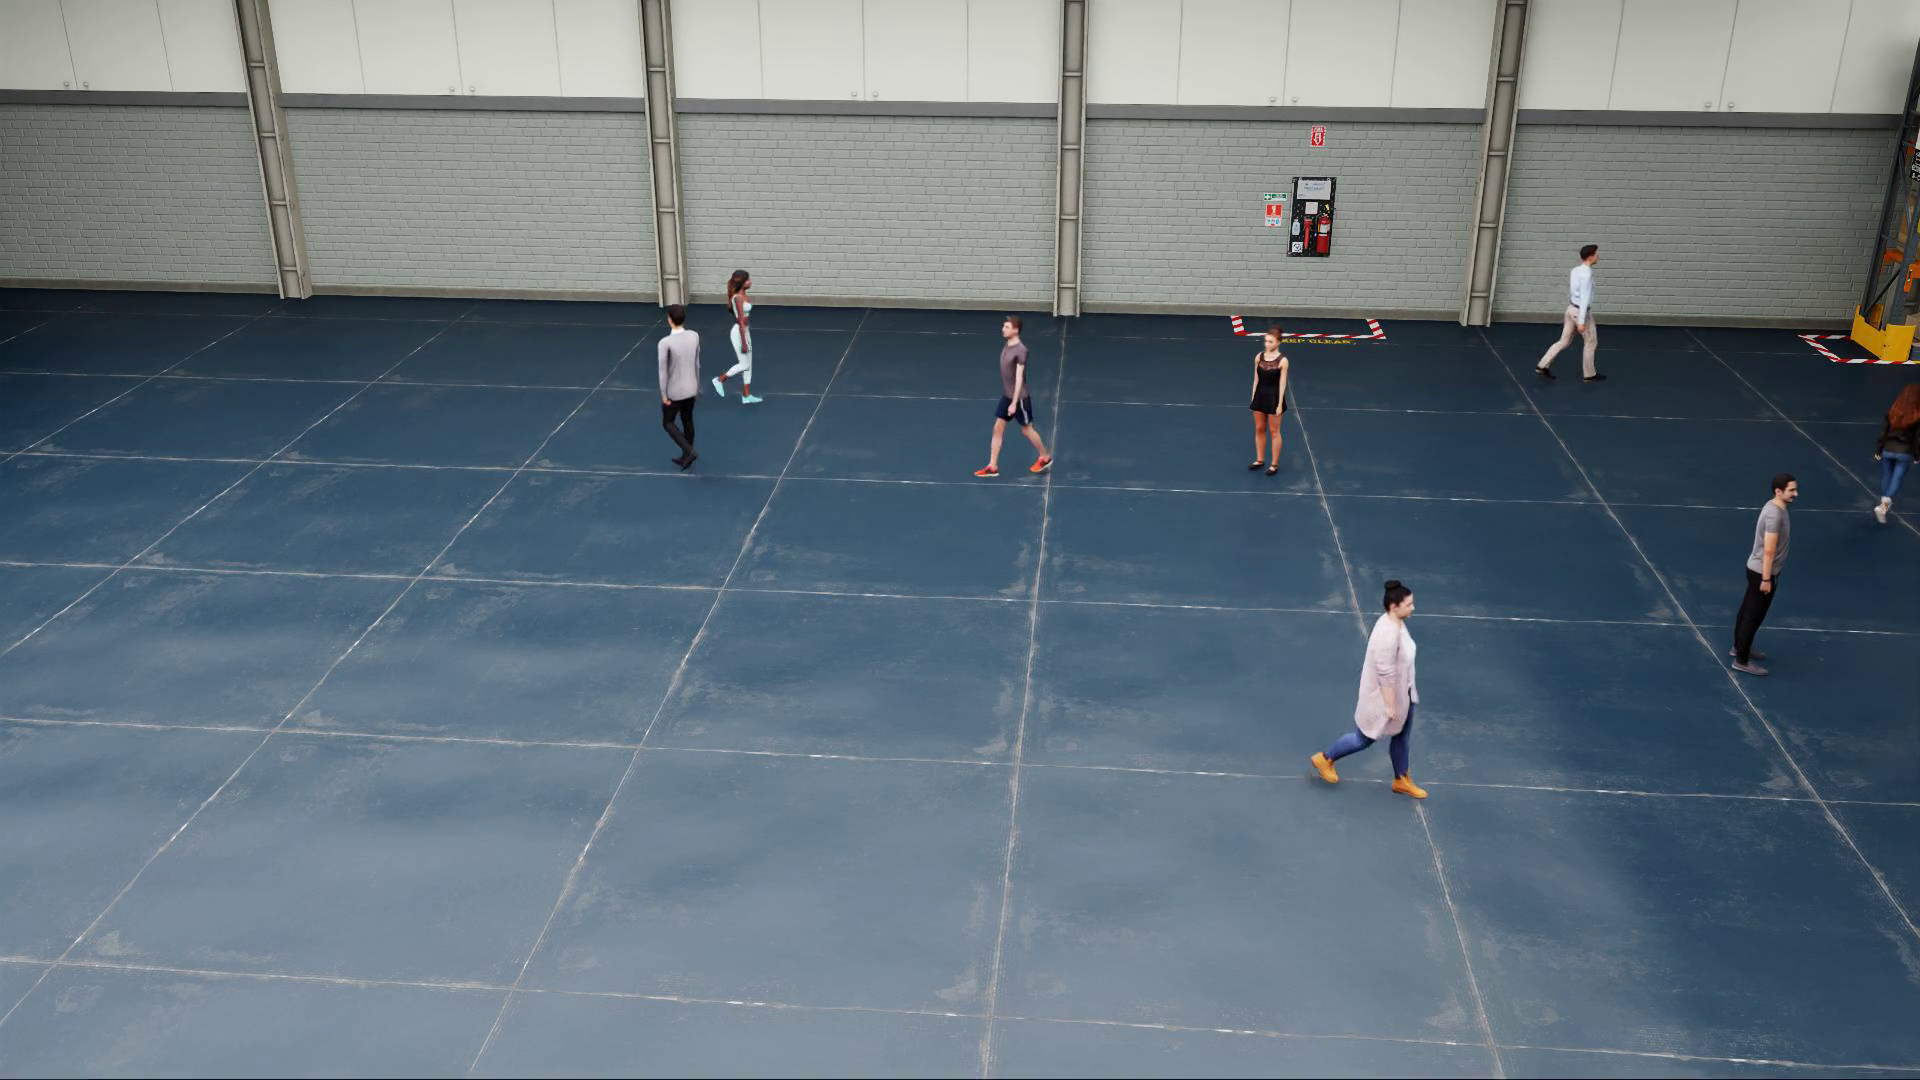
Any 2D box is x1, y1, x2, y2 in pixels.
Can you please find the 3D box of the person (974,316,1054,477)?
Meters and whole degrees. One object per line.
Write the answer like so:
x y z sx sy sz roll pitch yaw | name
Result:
0.699 -1.554 18.334 1.277 1.811 1.070 -11 25 -24 | person

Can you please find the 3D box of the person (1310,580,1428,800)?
3.035 1.108 12.199 1.198 1.713 0.936 11 25 24 | person

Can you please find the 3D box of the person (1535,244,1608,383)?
7.915 -2.894 21.478 1.234 1.815 0.797 -2 23 -6 | person

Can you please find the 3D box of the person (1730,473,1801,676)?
6.843 0.254 14.156 0.654 1.753 0.684 10 25 22 | person

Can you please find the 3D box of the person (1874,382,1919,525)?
9.690 -0.892 17.222 0.959 1.461 0.957 20 30 39 | person

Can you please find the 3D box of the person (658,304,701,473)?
-3.056 -1.662 18.461 1.063 1.910 0.996 21 31 40 | person

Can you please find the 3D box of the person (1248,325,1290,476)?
3.452 -1.571 18.540 0.669 1.679 0.743 20 30 39 | person

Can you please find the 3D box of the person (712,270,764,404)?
-2.800 -2.504 20.694 0.836 1.711 0.594 0 23 1 | person
